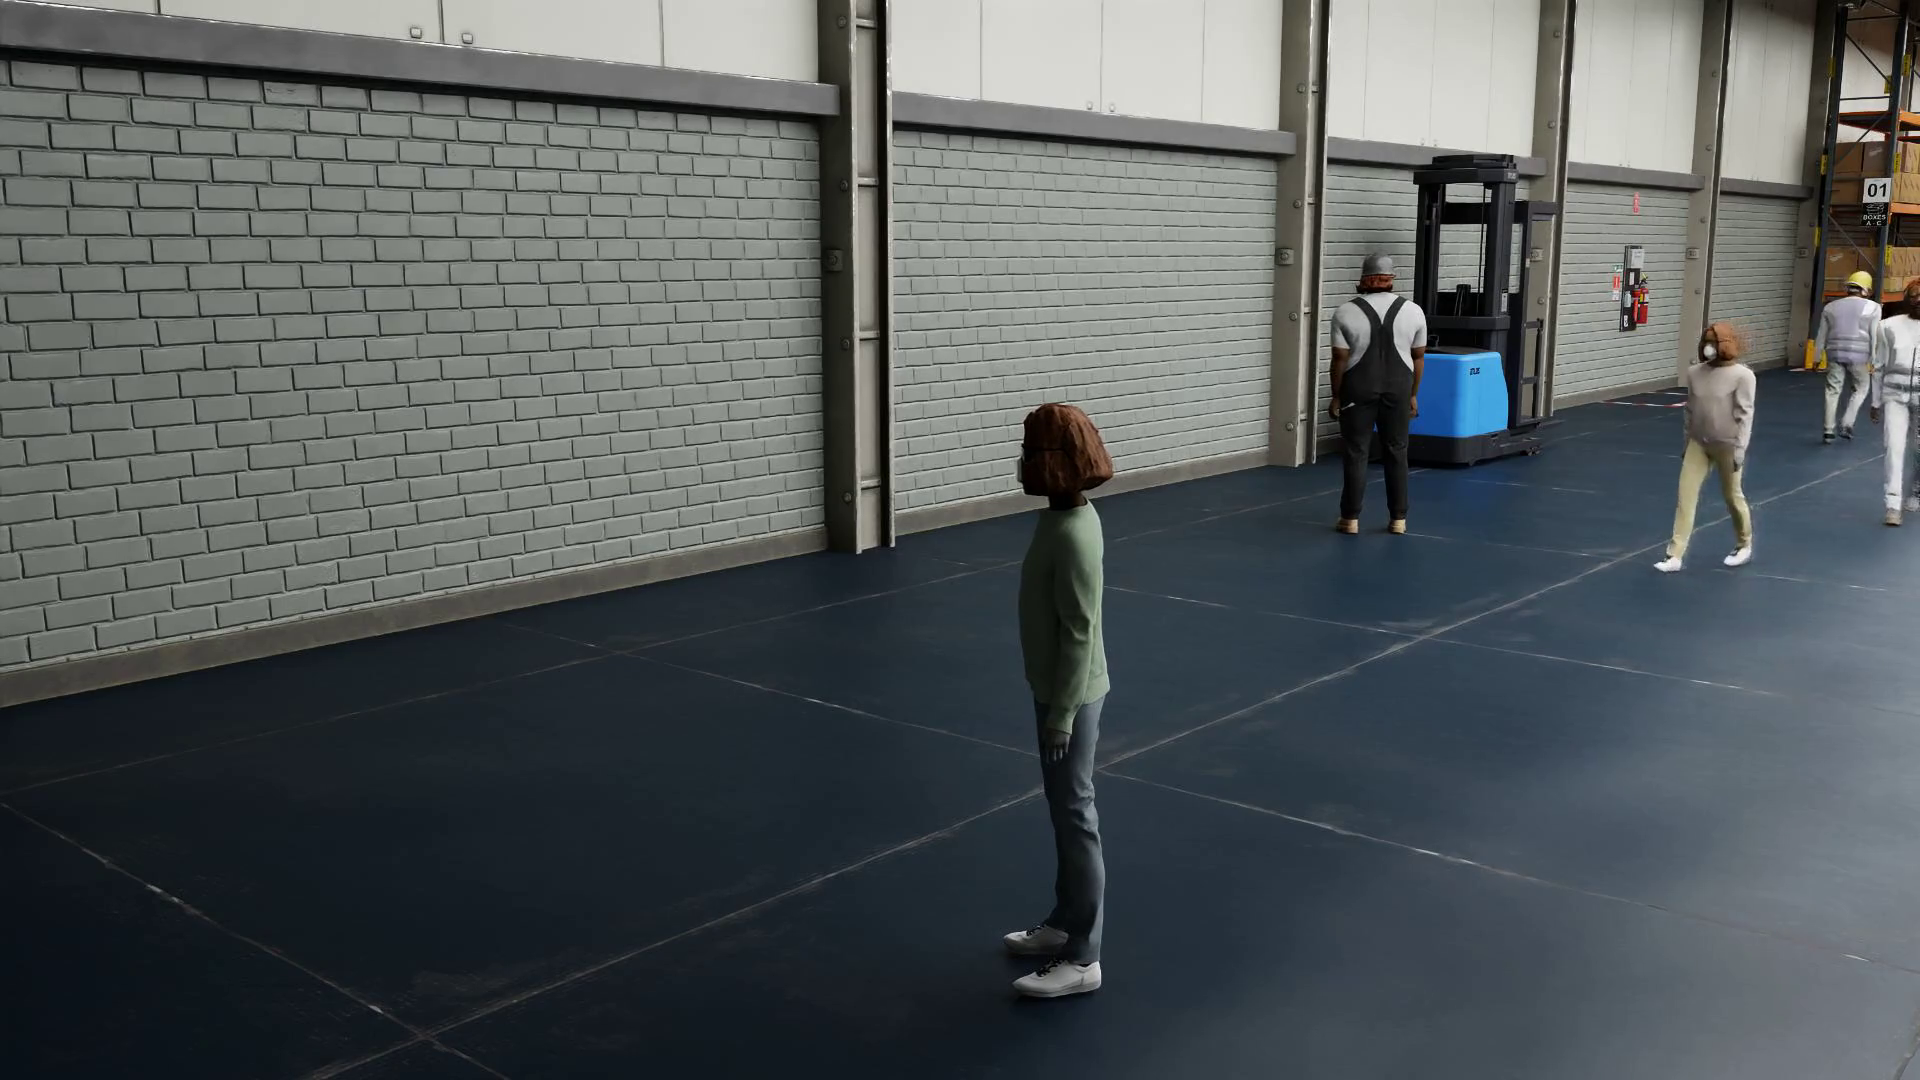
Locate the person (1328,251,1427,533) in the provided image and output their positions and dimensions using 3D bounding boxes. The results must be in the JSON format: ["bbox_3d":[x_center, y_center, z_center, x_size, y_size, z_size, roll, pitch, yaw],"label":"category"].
[{"bbox_3d":[3.002,-1.055,12.090,0.675,2.000,0.537,1,10,3],"label":"person"}]

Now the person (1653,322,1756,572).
[{"bbox_3d":[4.850,-0.599,10.653,0.846,1.590,0.513,-6,12,-32],"label":"person"}]

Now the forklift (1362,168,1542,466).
[{"bbox_3d":[4.875,-2.212,16.287,1.129,2.768,1.873,8,13,40],"label":"forklift"}]

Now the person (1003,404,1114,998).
[{"bbox_3d":[0.273,0.439,4.618,0.284,1.633,0.497,0,10,-1],"label":"person"}]

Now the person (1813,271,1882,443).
[{"bbox_3d":[9.398,-1.929,17.609,0.543,1.800,0.706,-10,14,-44],"label":"person"}]

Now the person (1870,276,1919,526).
[{"bbox_3d":[7.228,-1.071,12.604,0.583,1.858,0.860,6,12,32],"label":"person"}]
